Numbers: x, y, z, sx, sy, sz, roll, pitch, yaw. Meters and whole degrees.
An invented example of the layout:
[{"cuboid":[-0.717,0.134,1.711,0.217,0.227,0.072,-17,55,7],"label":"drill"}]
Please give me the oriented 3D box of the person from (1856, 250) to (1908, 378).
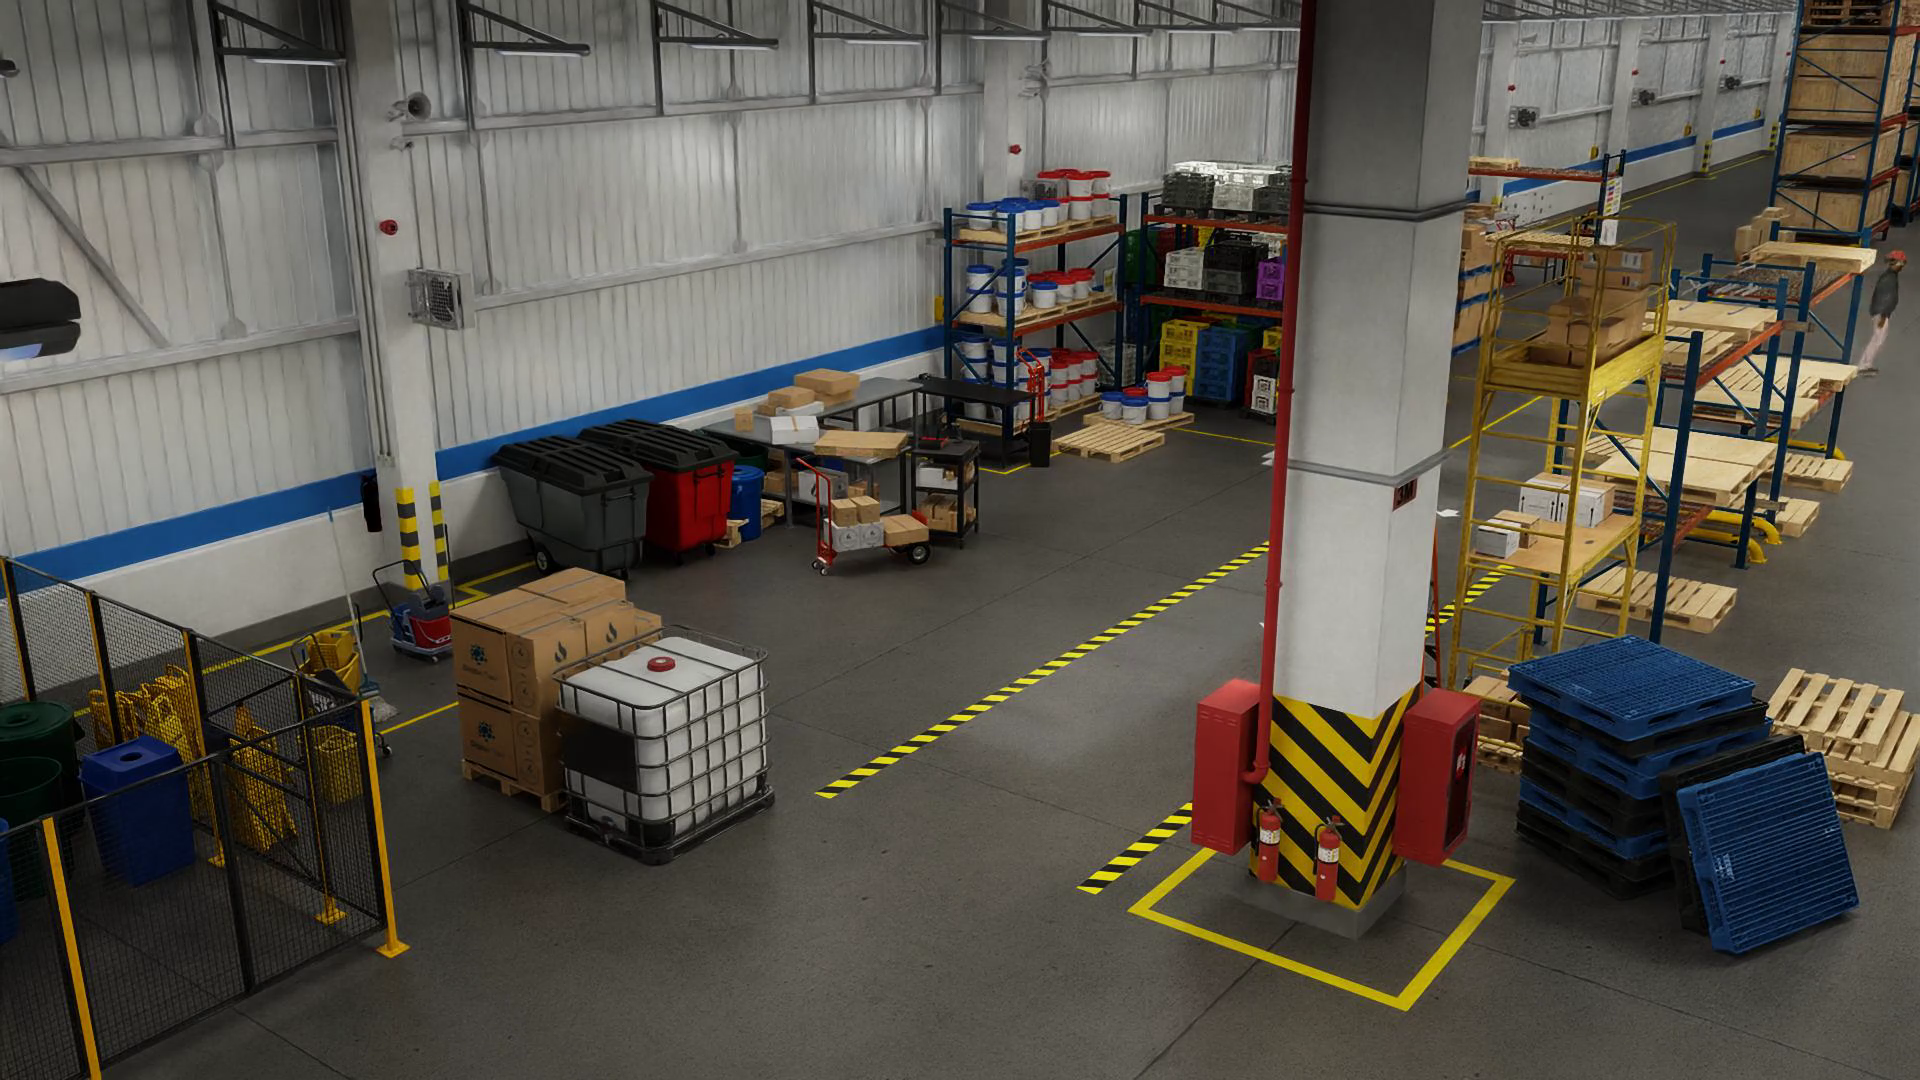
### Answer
[{"cuboid":[14.348,-3.514,25.872,0.519,1.950,0.749,7,19,20],"label":"person"}]
